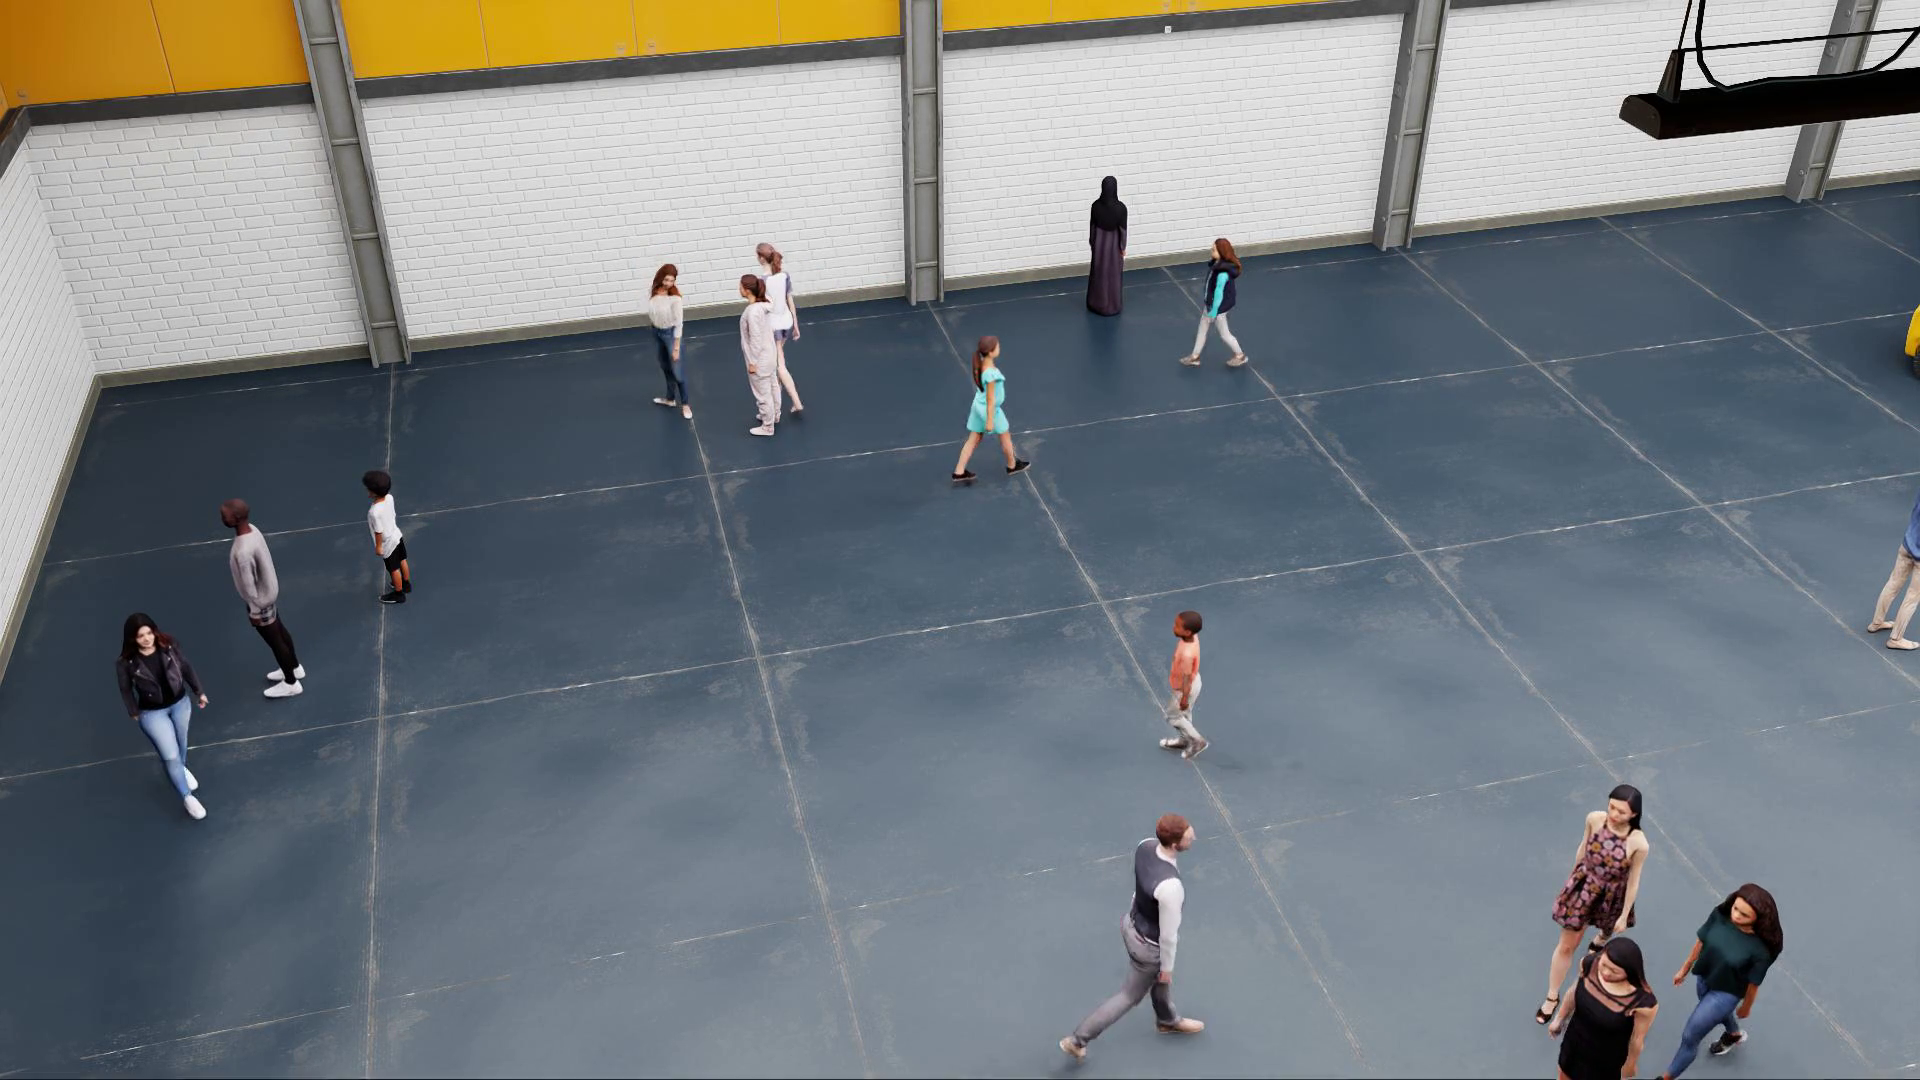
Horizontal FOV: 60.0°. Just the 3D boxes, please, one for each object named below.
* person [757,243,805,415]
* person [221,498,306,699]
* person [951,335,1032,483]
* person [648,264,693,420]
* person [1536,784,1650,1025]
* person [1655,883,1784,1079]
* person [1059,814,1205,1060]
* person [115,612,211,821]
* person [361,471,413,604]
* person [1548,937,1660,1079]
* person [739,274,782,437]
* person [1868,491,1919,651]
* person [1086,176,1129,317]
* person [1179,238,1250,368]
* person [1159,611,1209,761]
[{"bbox_3d":[-1.804,-2.113,16.837,1.109,1.720,0.968,-26,41,-33],"label":"person"},{"bbox_3d":[-5.420,0.439,12.953,0.535,1.770,0.612,-10,35,-15],"label":"person"},{"bbox_3d":[0.189,-1.200,15.645,1.079,1.519,0.674,-14,36,-19],"label":"person"},{"bbox_3d":[-2.968,-2.059,16.774,0.801,1.700,0.795,-24,41,-32],"label":"person"},{"bbox_3d":[4.032,2.189,10.359,1.023,1.728,1.230,26,42,34],"label":"person"},{"bbox_3d":[4.555,2.614,9.852,1.110,1.581,0.660,-12,35,-17],"label":"person"},{"bbox_3d":[1.027,2.393,9.900,1.214,1.896,0.761,-7,34,-10],"label":"person"},{"bbox_3d":[-5.769,1.172,11.994,0.966,1.611,0.960,26,42,33],"label":"person"},{"bbox_3d":[-4.862,-0.042,14.136,0.597,1.261,0.562,5,34,7],"label":"person"},{"bbox_3d":[3.623,2.841,9.393,0.773,1.711,0.732,-17,37,-23],"label":"person"},{"bbox_3d":[-1.952,-1.844,16.458,0.717,1.692,0.719,7,34,10],"label":"person"},{"bbox_3d":[7.811,0.106,13.519,0.576,1.699,0.624,-6,34,-10],"label":"person"},{"bbox_3d":[1.661,-3.333,18.767,0.719,1.615,0.782,16,37,23],"label":"person"},{"bbox_3d":[2.800,-2.480,17.617,1.026,1.468,0.736,0,34,0],"label":"person"},{"bbox_3d":[1.746,1.085,12.404,0.695,1.302,0.620,8,34,12],"label":"person"}]
